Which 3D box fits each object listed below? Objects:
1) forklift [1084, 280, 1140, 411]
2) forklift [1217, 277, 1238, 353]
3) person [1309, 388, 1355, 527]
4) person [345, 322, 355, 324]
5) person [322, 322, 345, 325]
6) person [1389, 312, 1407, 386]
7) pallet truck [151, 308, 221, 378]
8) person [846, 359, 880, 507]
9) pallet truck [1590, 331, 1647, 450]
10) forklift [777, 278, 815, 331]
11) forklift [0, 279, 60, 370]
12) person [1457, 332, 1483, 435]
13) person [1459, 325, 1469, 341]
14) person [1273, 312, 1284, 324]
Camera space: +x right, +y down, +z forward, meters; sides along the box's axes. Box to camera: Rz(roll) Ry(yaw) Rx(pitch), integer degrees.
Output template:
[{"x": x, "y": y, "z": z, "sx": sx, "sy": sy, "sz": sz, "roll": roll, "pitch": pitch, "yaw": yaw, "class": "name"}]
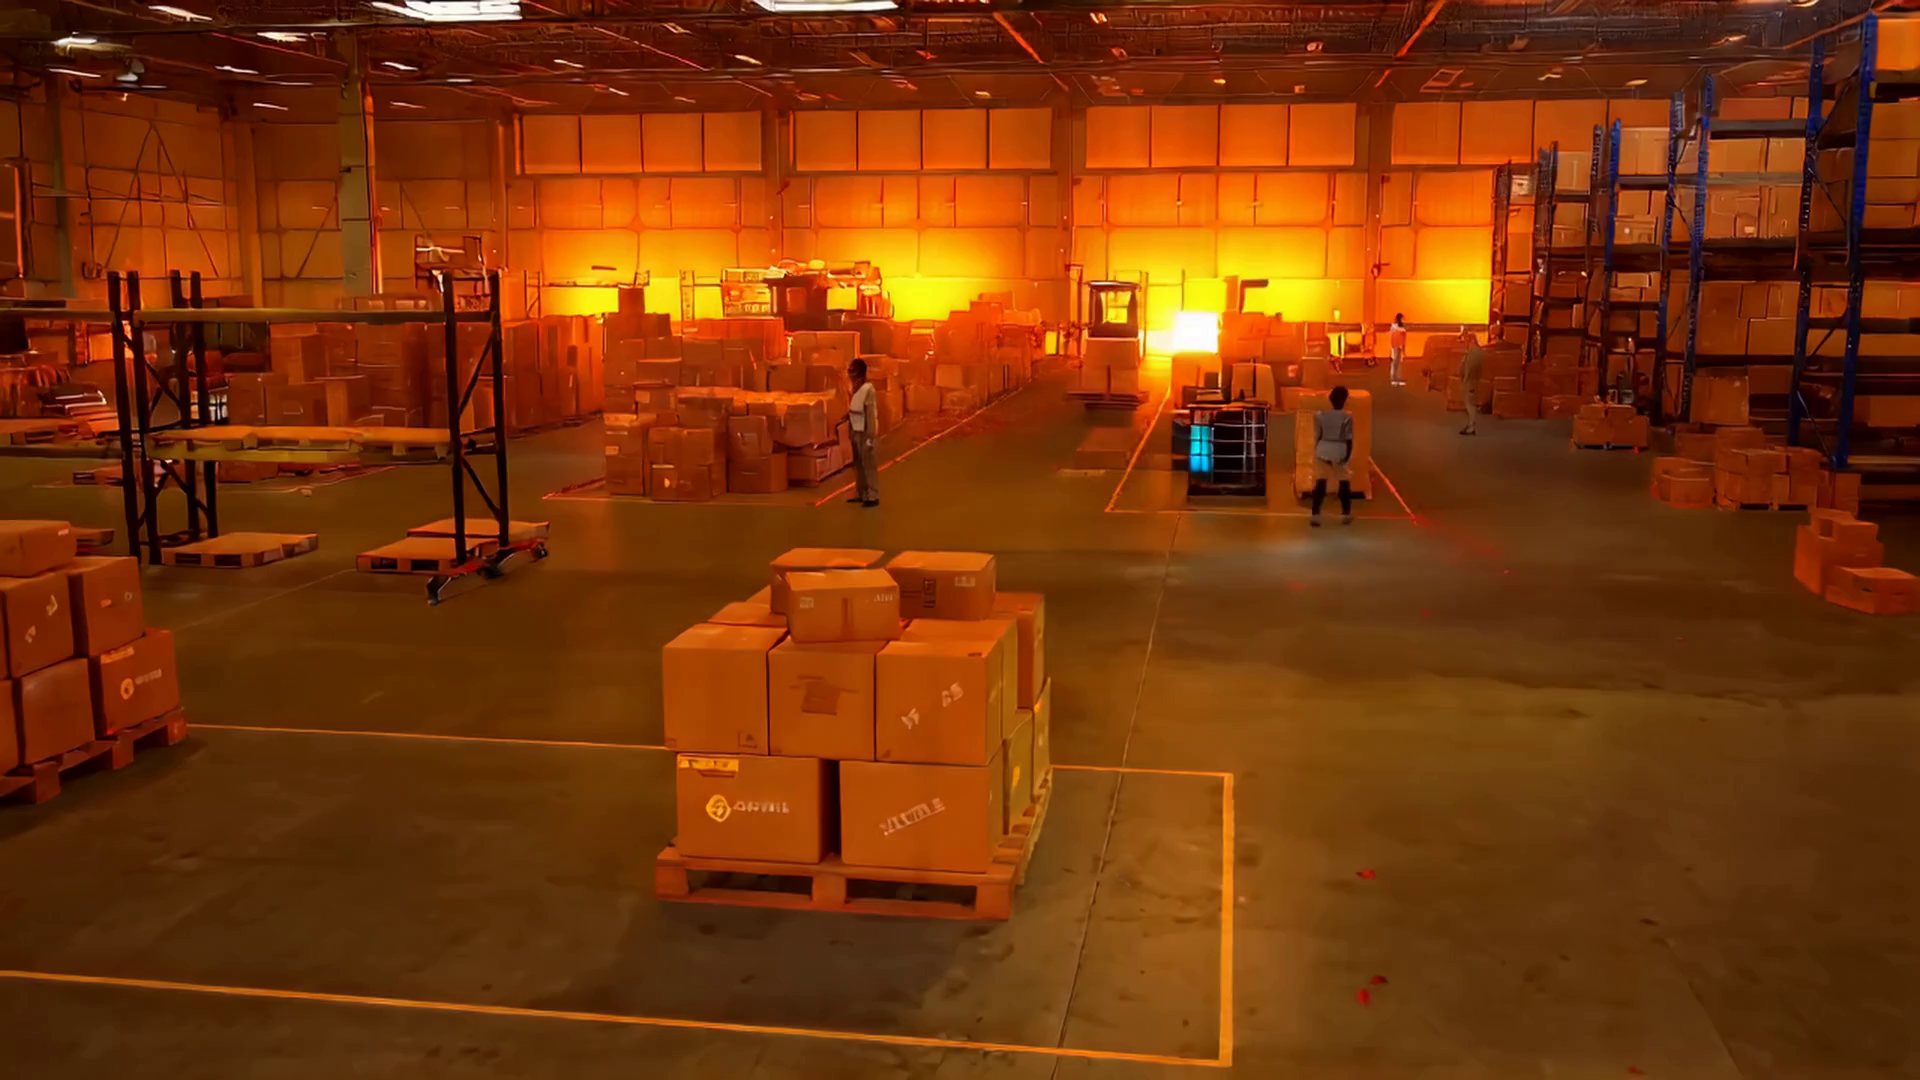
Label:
[{"x": 3.354, "y": -4.272, "z": 36.261, "sx": 1.129, "sy": 2.768, "sz": 1.873, "roll": 1, "pitch": 9, "yaw": 8, "class": "forklift"}, {"x": 7.883, "y": -6.233, "z": 48.353, "sx": 1.873, "sy": 2.768, "sz": 1.129, "roll": 1, "pitch": 9, "yaw": 9, "class": "forklift"}, {"x": 4.446, "y": -0.984, "z": 19.765, "sx": 0.548, "sy": 1.646, "sz": 0.897, "roll": 7, "pitch": 11, "yaw": 36, "class": "person"}, {"x": -14.318, "y": -4.272, "z": 39.157, "sx": 0.372, "sy": 1.940, "sz": 0.631, "roll": 8, "pitch": 12, "yaw": 39, "class": "person"}, {"x": -18.034, "y": -5.682, "z": 47.921, "sx": 0.627, "sy": 1.912, "sz": 0.691, "roll": -3, "pitch": 10, "yaw": -18, "class": "person"}, {"x": 11.579, "y": -5.045, "z": 43.927, "sx": 0.627, "sy": 1.941, "sz": 0.371, "roll": -7, "pitch": 12, "yaw": -38, "class": "person"}, {"x": -21.869, "y": -5.598, "z": 47.154, "sx": 0.823, "sy": 1.965, "sz": 1.885, "roll": 4, "pitch": 10, "yaw": 26, "class": "pallet truck"}, {"x": -1.255, "y": -1.384, "z": 21.461, "sx": 0.389, "sy": 1.908, "sz": 0.584, "roll": -5, "pitch": 11, "yaw": -30, "class": "person"}, {"x": 11.253, "y": -2.573, "z": 28.499, "sx": 0.823, "sy": 1.965, "sz": 1.885, "roll": 5, "pitch": 10, "yaw": 27, "class": "pallet truck"}, {"x": -4.287, "y": -5.473, "z": 43.668, "sx": 1.129, "sy": 2.768, "sz": 1.873, "roll": -4, "pitch": 10, "yaw": -23, "class": "forklift"}, {"x": -22.574, "y": -4.797, "z": 39.502, "sx": 1.873, "sy": 2.768, "sz": 1.129, "roll": 1, "pitch": 9, "yaw": 9, "class": "forklift"}, {"x": 9.419, "y": -2.889, "z": 30.728, "sx": 0.411, "sy": 1.909, "sz": 0.643, "roll": 3, "pitch": 10, "yaw": 15, "class": "person"}, {"x": 13.071, "y": -4.799, "z": 43.379, "sx": 0.644, "sy": 1.610, "sz": 0.530, "roll": -1, "pitch": 9, "yaw": -5, "class": "person"}, {"x": 8.091, "y": -4.874, "z": 42.752, "sx": 0.689, "sy": 1.973, "sz": 0.632, "roll": -6, "pitch": 11, "yaw": -35, "class": "person"}]
